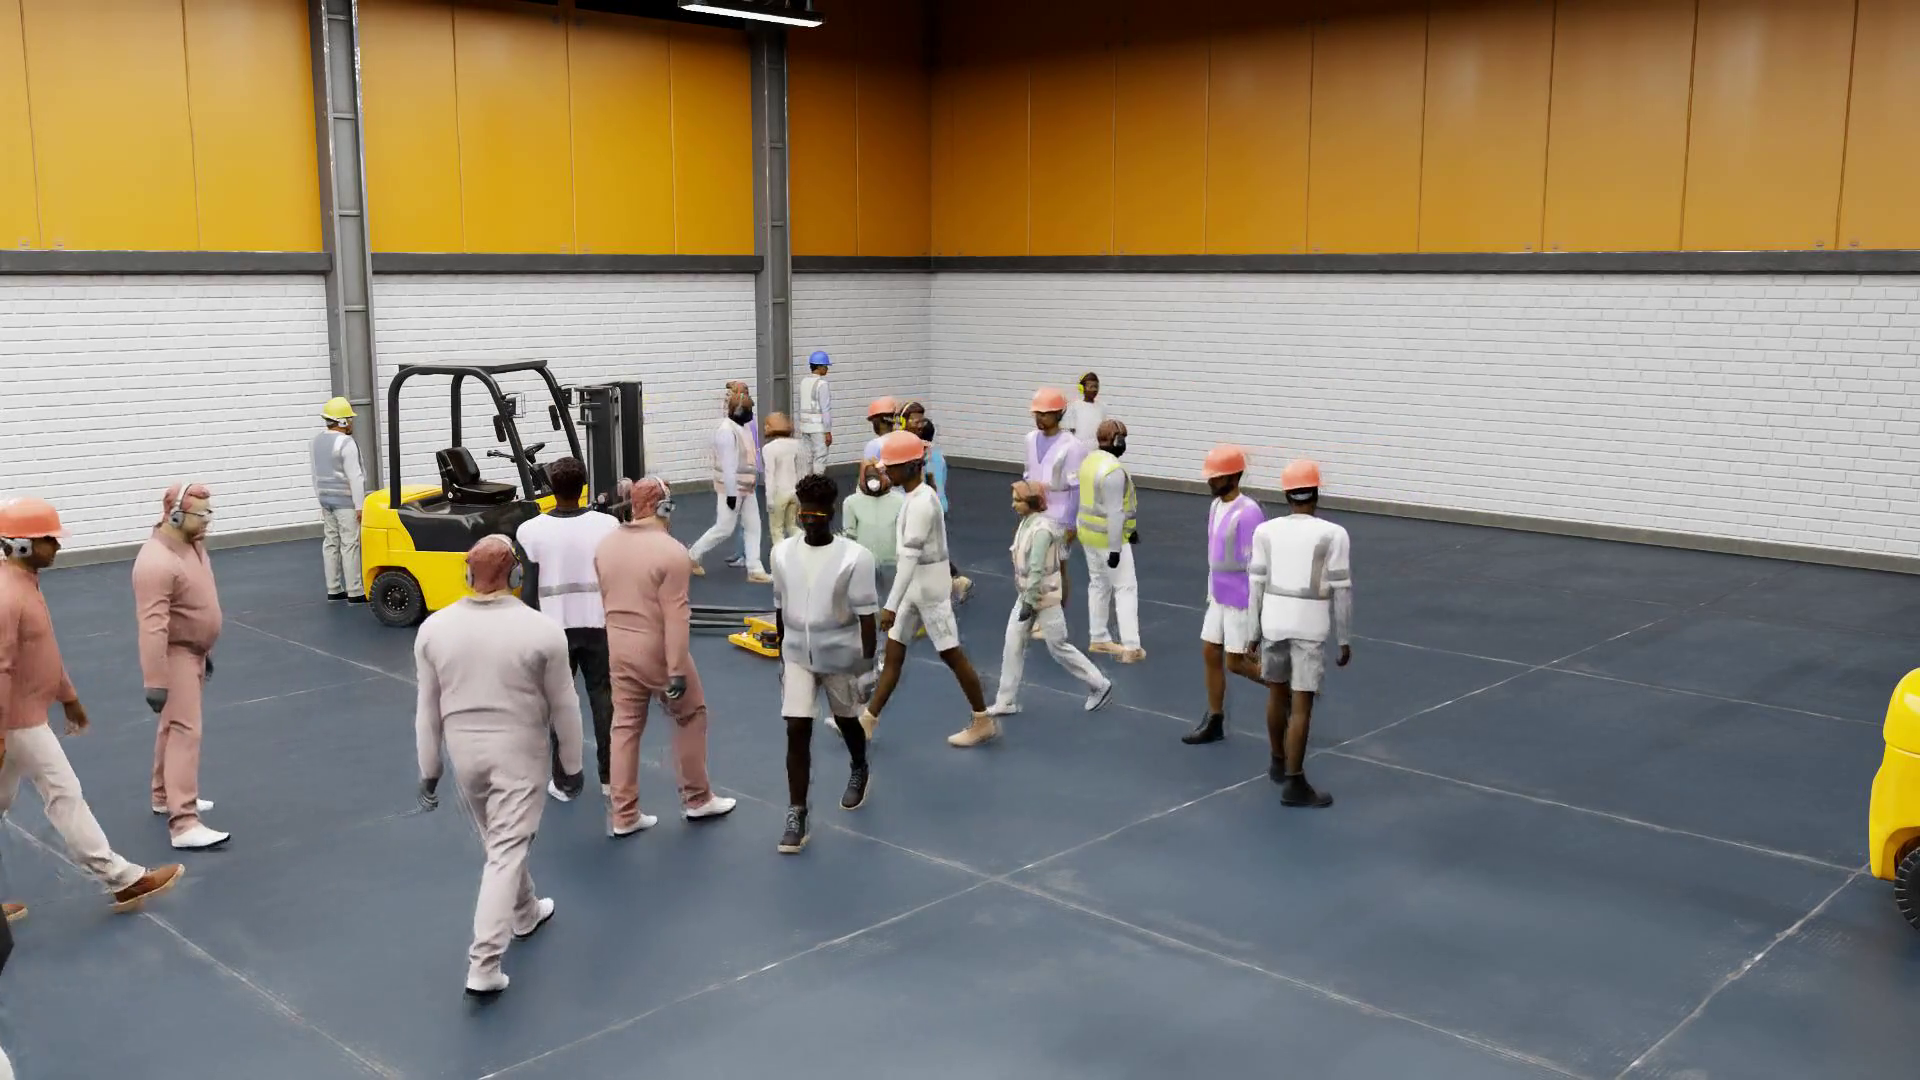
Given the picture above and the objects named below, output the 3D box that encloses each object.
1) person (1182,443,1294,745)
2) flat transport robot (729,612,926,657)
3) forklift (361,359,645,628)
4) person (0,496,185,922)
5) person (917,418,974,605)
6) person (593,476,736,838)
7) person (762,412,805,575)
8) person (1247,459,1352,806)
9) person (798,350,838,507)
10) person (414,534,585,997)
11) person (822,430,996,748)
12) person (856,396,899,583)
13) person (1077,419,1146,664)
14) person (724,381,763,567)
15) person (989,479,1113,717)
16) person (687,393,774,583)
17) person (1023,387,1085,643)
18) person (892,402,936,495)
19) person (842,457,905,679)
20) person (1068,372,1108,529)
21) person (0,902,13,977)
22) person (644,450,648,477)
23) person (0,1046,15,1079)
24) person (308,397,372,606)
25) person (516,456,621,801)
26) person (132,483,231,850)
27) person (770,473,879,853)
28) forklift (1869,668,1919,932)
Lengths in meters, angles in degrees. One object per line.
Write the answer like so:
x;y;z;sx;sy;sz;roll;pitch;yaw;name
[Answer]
1.771;0.334;10.279;0.703;1.909;0.581;-3;10;-16;person
-1.040;0.685;13.126;1.431;0.197;0.652;-7;11;-35;flat transport robot
-3.850;-0.407;13.936;2.313;2.155;1.214;2;9;11;forklift
-4.104;0.769;7.495;1.034;1.931;0.626;-4;10;-25;person
-0.203;-0.237;14.486;0.725;1.676;0.540;4;10;23;person
-1.554;0.594;8.768;0.665;1.872;0.815;6;11;33;person
-1.603;-0.404;15.681;0.528;1.608;0.526;5;10;28;person
1.903;0.508;9.308;0.594;1.891;0.691;6;11;31;person
-1.770;-1.371;20.607;0.402;1.943;0.609;-7;11;-36;person
-1.911;0.902;6.956;0.658;1.856;1.025;2;9;10;person
-0.272;0.317;10.157;1.095;1.975;0.638;-1;9;-7;person
-0.689;-0.251;13.926;0.947;1.874;0.570;5;10;28;person
1.172;0.002;12.583;0.540;1.823;0.626;-3;10;-19;person
-2.153;-0.654;16.512;0.390;1.847;0.562;-2;10;-13;person
0.581;0.377;10.956;0.839;1.596;0.487;-3;10;-20;person
-2.186;-0.486;15.635;0.878;1.795;0.621;2;10;14;person
0.680;-0.190;13.101;0.448;2.030;0.633;-9;13;-44;person
-0.402;-0.213;13.768;0.567;1.855;0.375;-7;12;-37;person
-0.561;0.220;11.890;0.517;1.610;0.677;-2;9;-12;person
1.353;-0.898;17.998;0.516;1.855;0.602;-4;10;-25;person
-3.005;1.265;4.840;0.461;1.818;0.521;-7;12;-37;person
-3.118;-0.446;15.476;0.975;1.783;0.595;-1;9;-4;person
-2.047;1.509;3.039;0.656;1.910;0.801;5;10;26;person
-5.413;-0.336;14.601;0.586;1.835;0.403;6;11;32;person
-2.144;0.496;9.246;0.589;1.920;0.398;-3;10;-19;person
-4.055;0.632;8.637;0.556;1.862;0.798;-2;9;-11;person
-0.690;0.585;8.733;0.613;1.919;1.035;3;10;16;person
5.205;0.723;7.013;2.313;2.155;1.214;9;13;43;forklift
